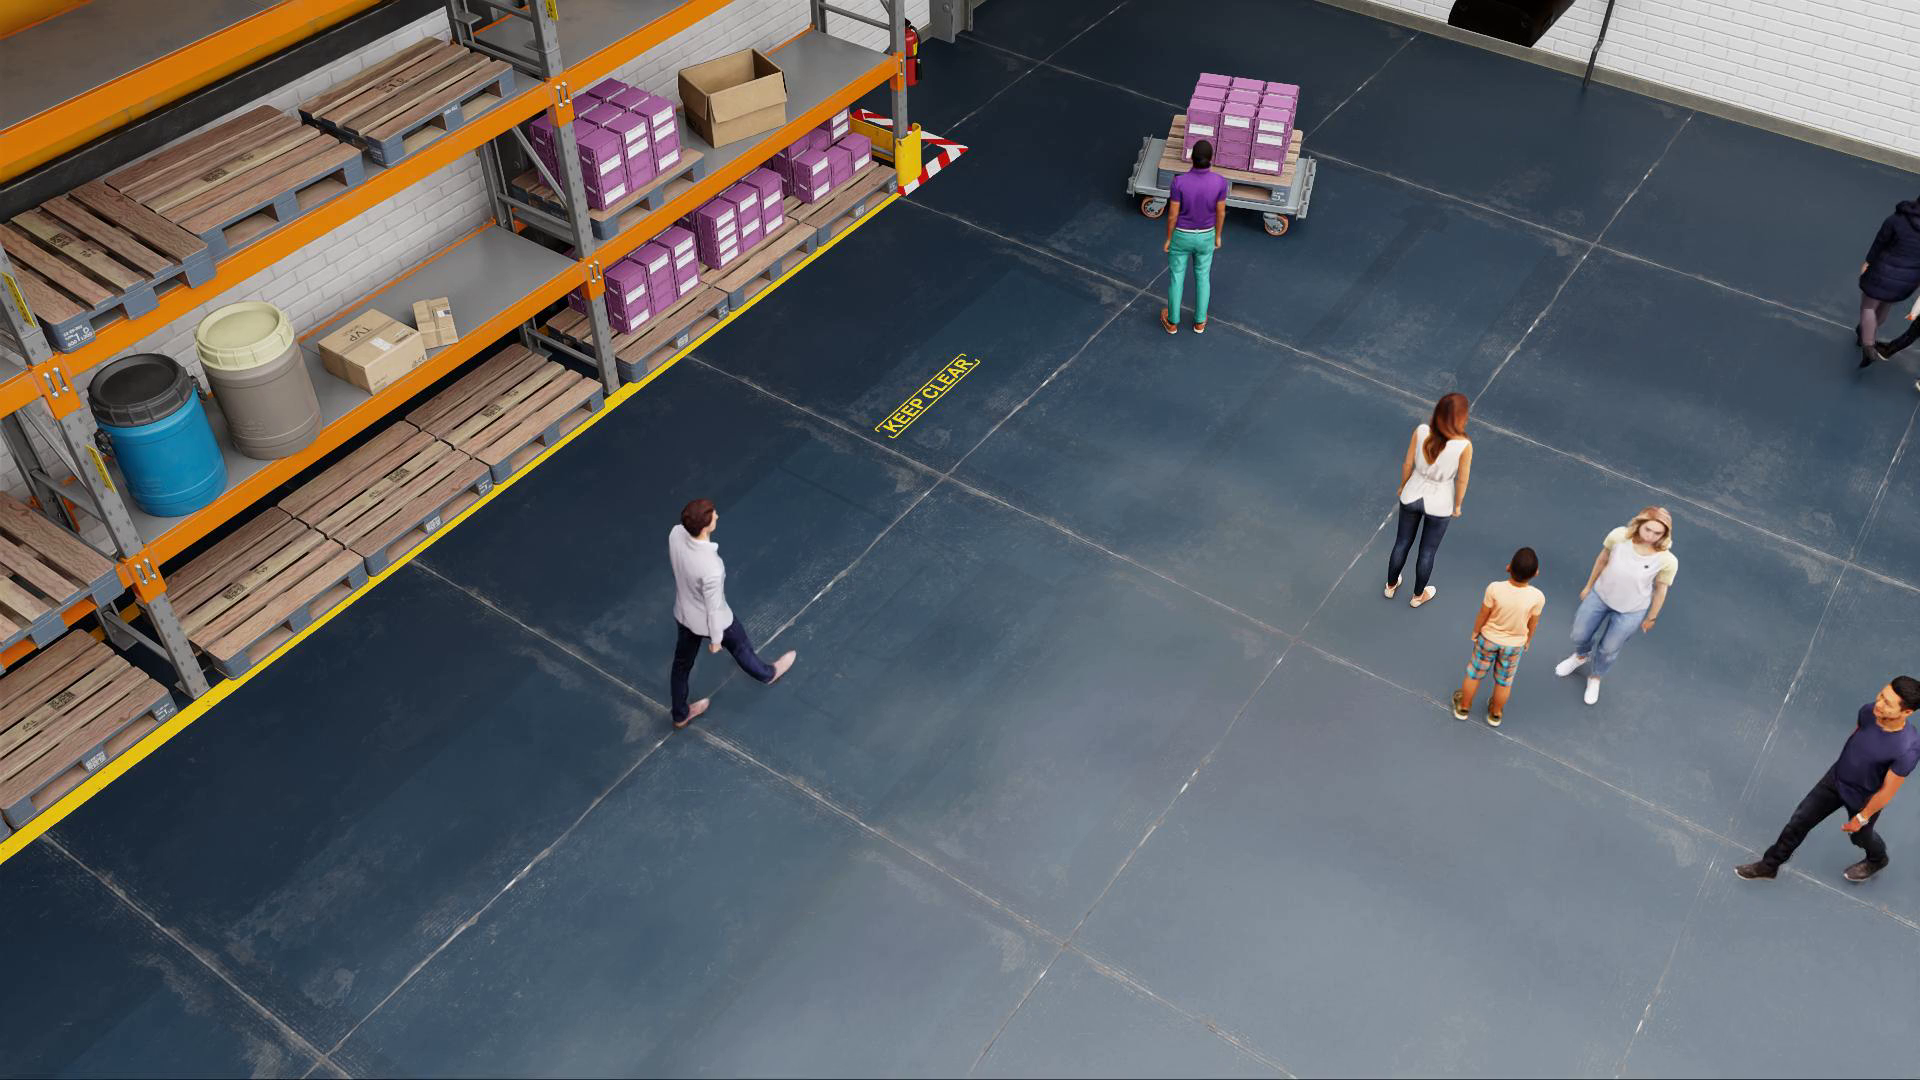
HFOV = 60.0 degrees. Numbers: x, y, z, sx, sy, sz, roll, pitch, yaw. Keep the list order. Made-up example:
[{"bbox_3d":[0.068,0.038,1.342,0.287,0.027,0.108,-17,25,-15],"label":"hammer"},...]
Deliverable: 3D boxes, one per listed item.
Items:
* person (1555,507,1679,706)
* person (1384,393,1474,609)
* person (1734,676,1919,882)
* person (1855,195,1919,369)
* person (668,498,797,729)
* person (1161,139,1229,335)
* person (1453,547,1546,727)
[{"bbox_3d":[4.240,0.393,10.676,0.666,1.711,0.608,33,53,30],"label":"person"},{"bbox_3d":[3.175,-0.261,11.311,0.592,1.783,0.510,26,49,24],"label":"person"},{"bbox_3d":[5.236,1.440,9.546,1.212,1.754,1.122,-9,44,-9],"label":"person"},{"bbox_3d":[7.518,-2.128,13.362,0.903,1.656,1.101,9,44,10],"label":"person"},{"bbox_3d":[-1.695,0.513,10.485,1.199,1.801,0.821,-34,53,-30],"label":"person"},{"bbox_3d":[1.911,-2.484,13.655,0.713,1.768,0.746,-2,44,-2],"label":"person"},{"bbox_3d":[3.464,0.628,10.613,0.562,1.458,0.563,13,45,13],"label":"person"}]
